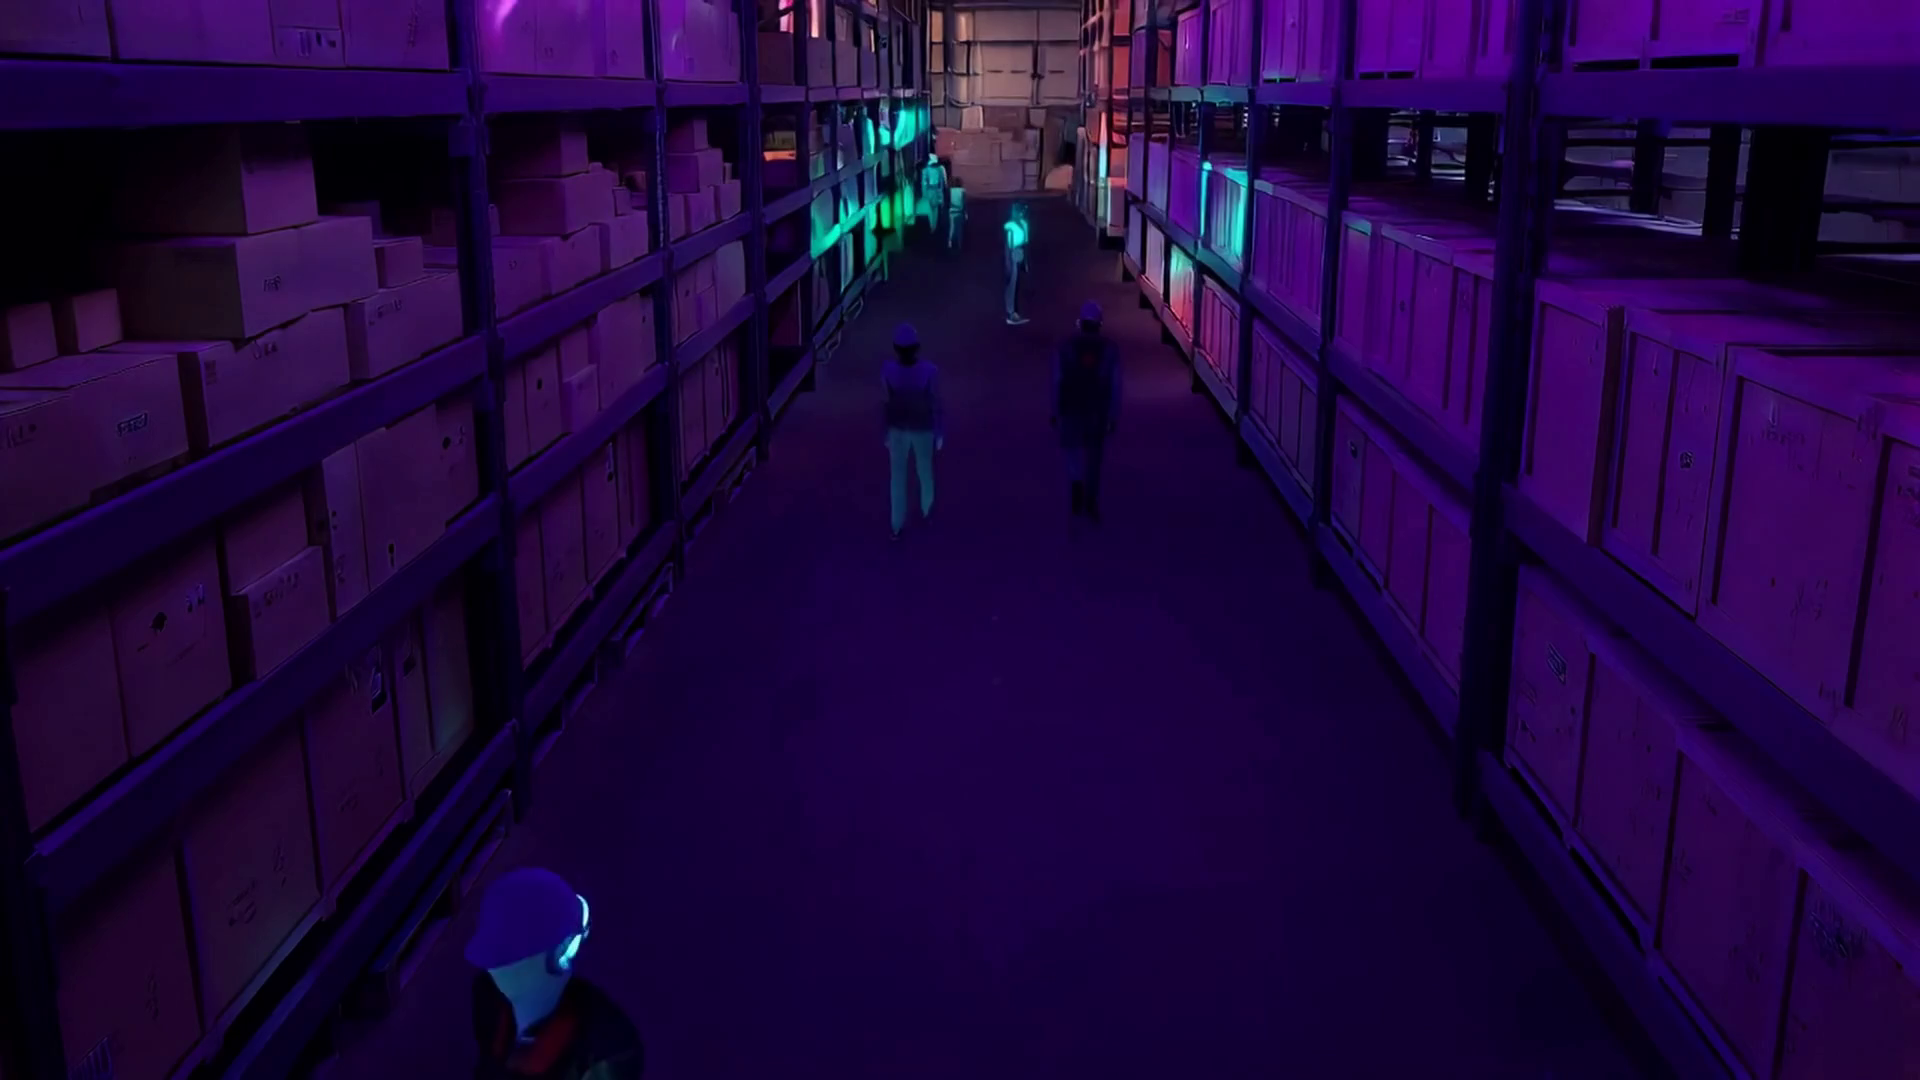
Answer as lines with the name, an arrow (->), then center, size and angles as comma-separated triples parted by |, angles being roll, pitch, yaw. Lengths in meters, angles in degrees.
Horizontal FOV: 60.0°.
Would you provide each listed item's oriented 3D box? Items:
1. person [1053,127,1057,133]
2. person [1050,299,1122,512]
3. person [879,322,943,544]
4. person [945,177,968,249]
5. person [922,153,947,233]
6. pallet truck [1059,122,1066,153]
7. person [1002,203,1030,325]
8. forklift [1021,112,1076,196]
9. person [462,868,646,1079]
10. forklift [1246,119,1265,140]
person -> 4.665, -19.307, 81.524 | 0.477, 1.871, 0.622 | 13, 20, 39
person -> 1.057, -1.102, 13.920 | 0.595, 1.808, 0.613 | -1, 15, -2
person -> -0.382, -0.900, 13.326 | 0.532, 1.729, 0.873 | 2, 15, 8
person -> -0.073, -7.425, 37.802 | 0.539, 1.619, 0.368 | 5, 16, 17
person -> -0.639, -8.726, 41.894 | 0.626, 2.011, 0.694 | 0, 15, 1
pallet truck -> 5.788, -21.111, 88.014 | 1.885, 1.965, 0.823 | 5, 16, 18
person -> 0.859, -4.253, 25.592 | 0.389, 1.838, 0.563 | 8, 17, 27
forklift -> 3.027, -13.166, 56.777 | 1.873, 2.768, 1.129 | 0, 15, 2
person -> -0.994, 1.592, 4.015 | 0.586, 1.739, 0.373 | 11, 19, 35
forklift -> 7.709, -9.608, 43.539 | 1.873, 2.768, 1.129 | 1, 15, 4
